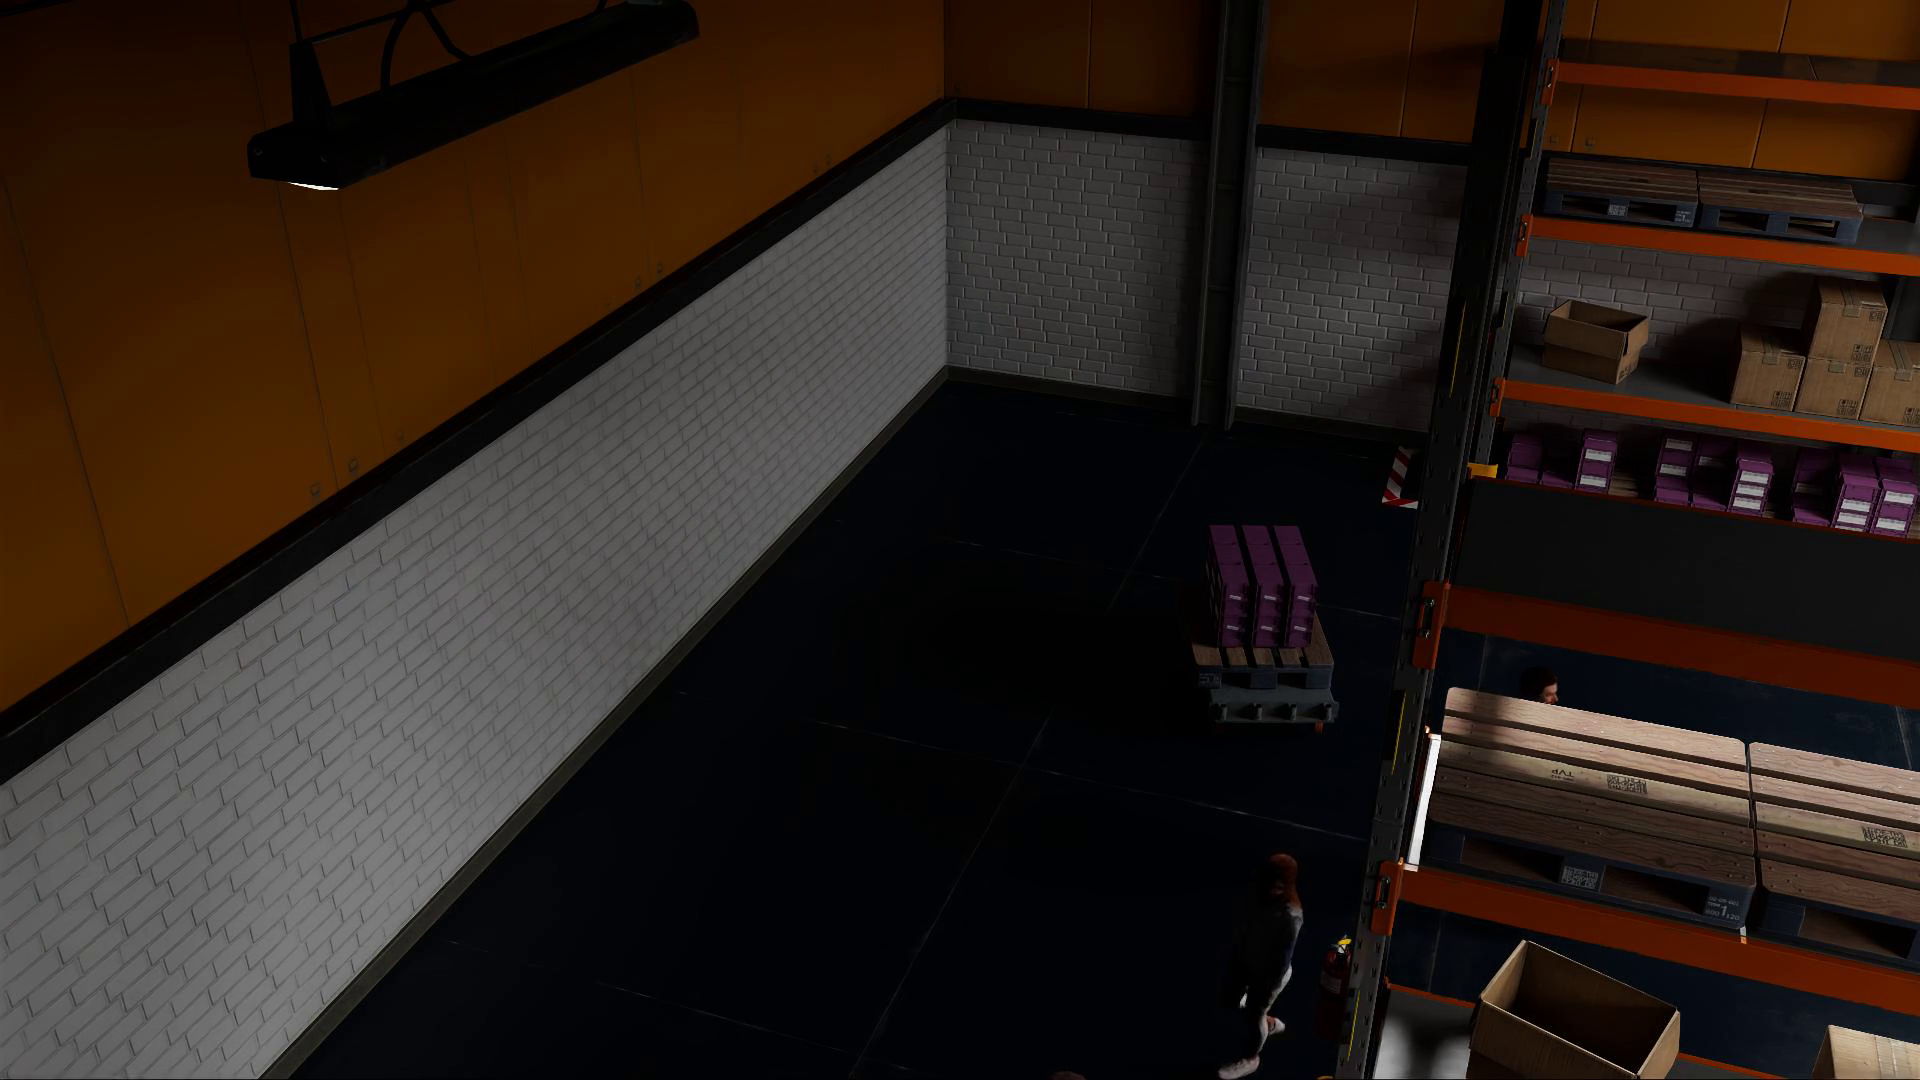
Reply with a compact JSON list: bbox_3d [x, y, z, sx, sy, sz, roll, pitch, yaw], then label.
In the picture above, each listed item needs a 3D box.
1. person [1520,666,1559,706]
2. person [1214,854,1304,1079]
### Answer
[{"bbox_3d":[3.328,1.531,10.234,1.236,1.800,0.817,16,32,27],"label":"person"},{"bbox_3d":[1.707,2.283,8.990,0.873,1.673,0.815,-8,30,-15],"label":"person"}]
